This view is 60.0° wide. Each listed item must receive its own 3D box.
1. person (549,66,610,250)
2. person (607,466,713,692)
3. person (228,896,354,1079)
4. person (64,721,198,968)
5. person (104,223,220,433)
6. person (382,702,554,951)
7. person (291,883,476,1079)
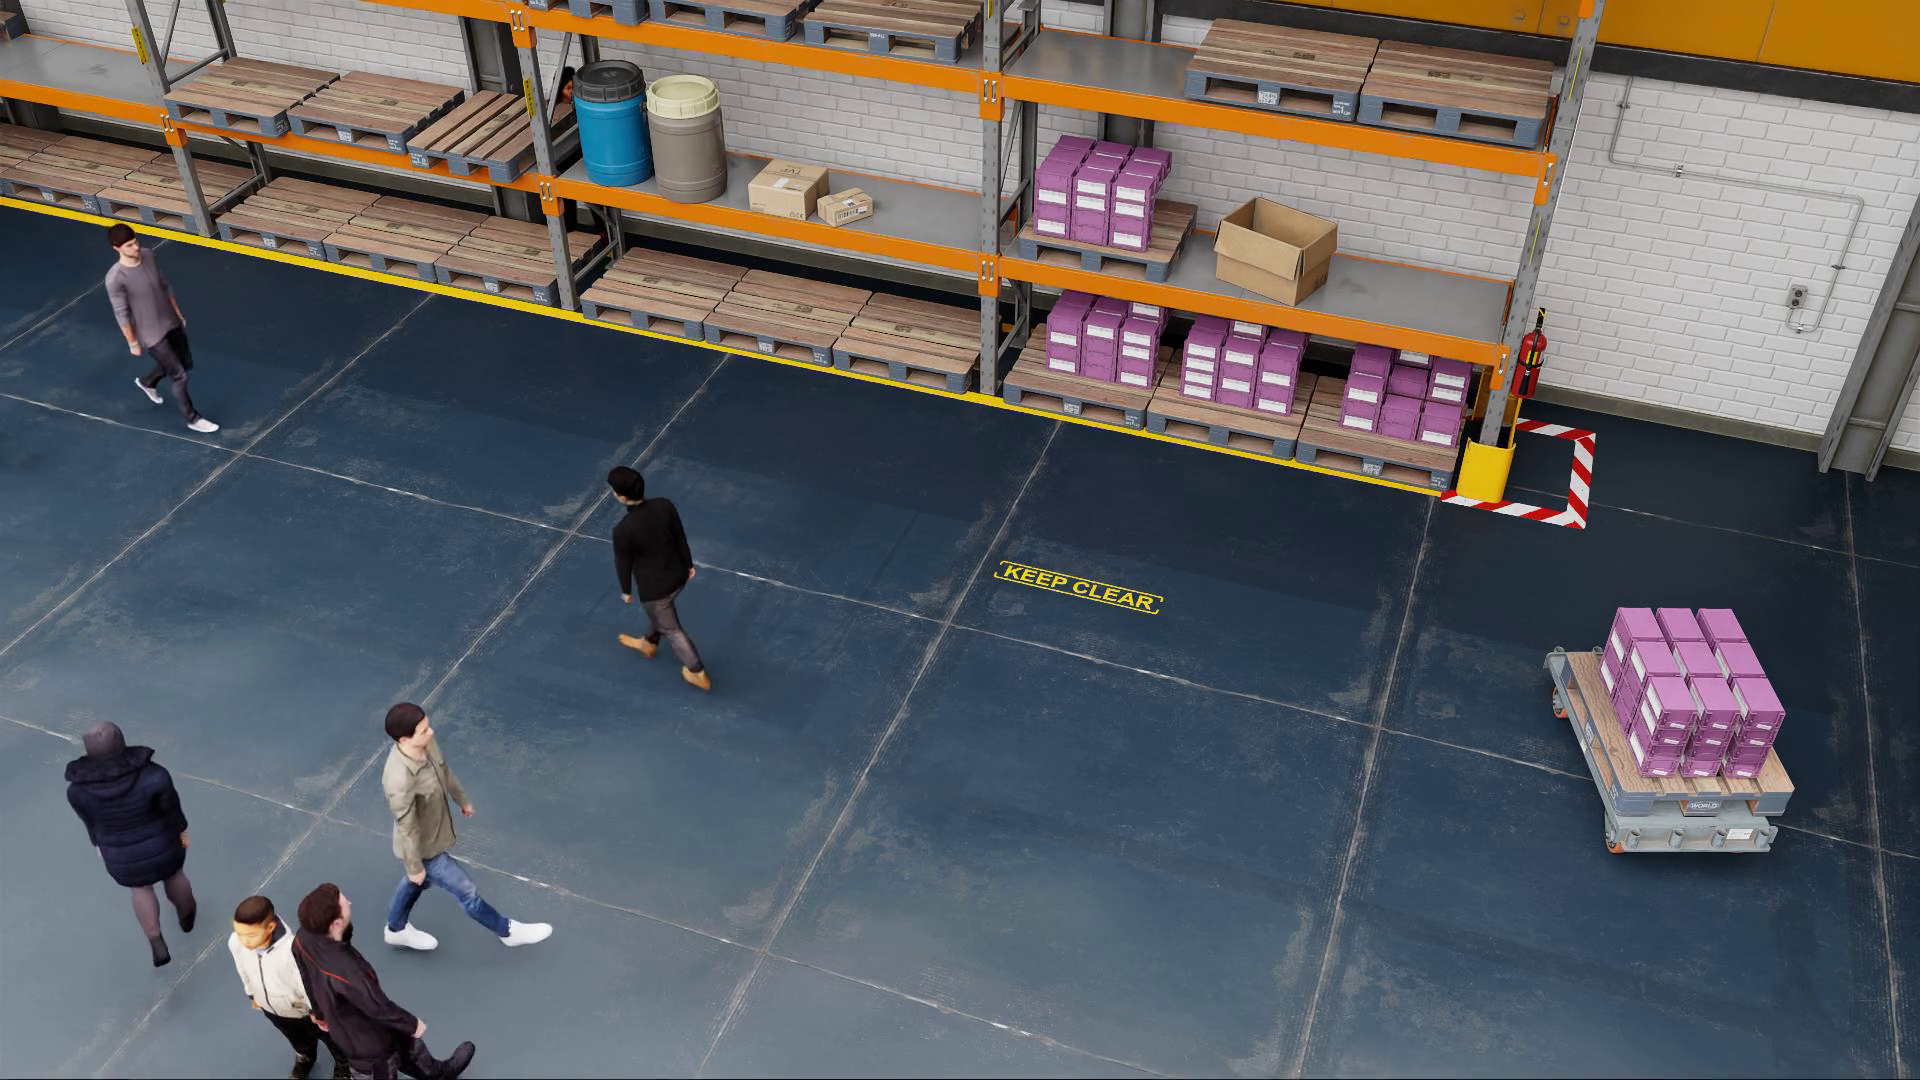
[{"bbox_3d":[-3.525,-3.505,15.317,0.770,1.814,0.832,-16,41,-19],"label":"person"},{"bbox_3d":[-1.873,0.269,10.697,1.084,1.682,0.812,27,46,30],"label":"person"},{"bbox_3d":[-3.366,2.272,8.376,0.482,1.449,0.662,7,39,9],"label":"person"},{"bbox_3d":[-4.430,1.663,8.968,0.960,1.663,0.998,-12,40,-14],"label":"person"},{"bbox_3d":[-6.350,-1.663,13.003,0.996,1.824,0.746,9,40,11],"label":"person"},{"bbox_3d":[-2.958,1.598,8.930,1.303,1.811,1.039,-2,39,-2],"label":"person"},{"bbox_3d":[-2.873,2.385,7.893,1.058,1.874,1.157,-31,48,-33],"label":"person"}]
